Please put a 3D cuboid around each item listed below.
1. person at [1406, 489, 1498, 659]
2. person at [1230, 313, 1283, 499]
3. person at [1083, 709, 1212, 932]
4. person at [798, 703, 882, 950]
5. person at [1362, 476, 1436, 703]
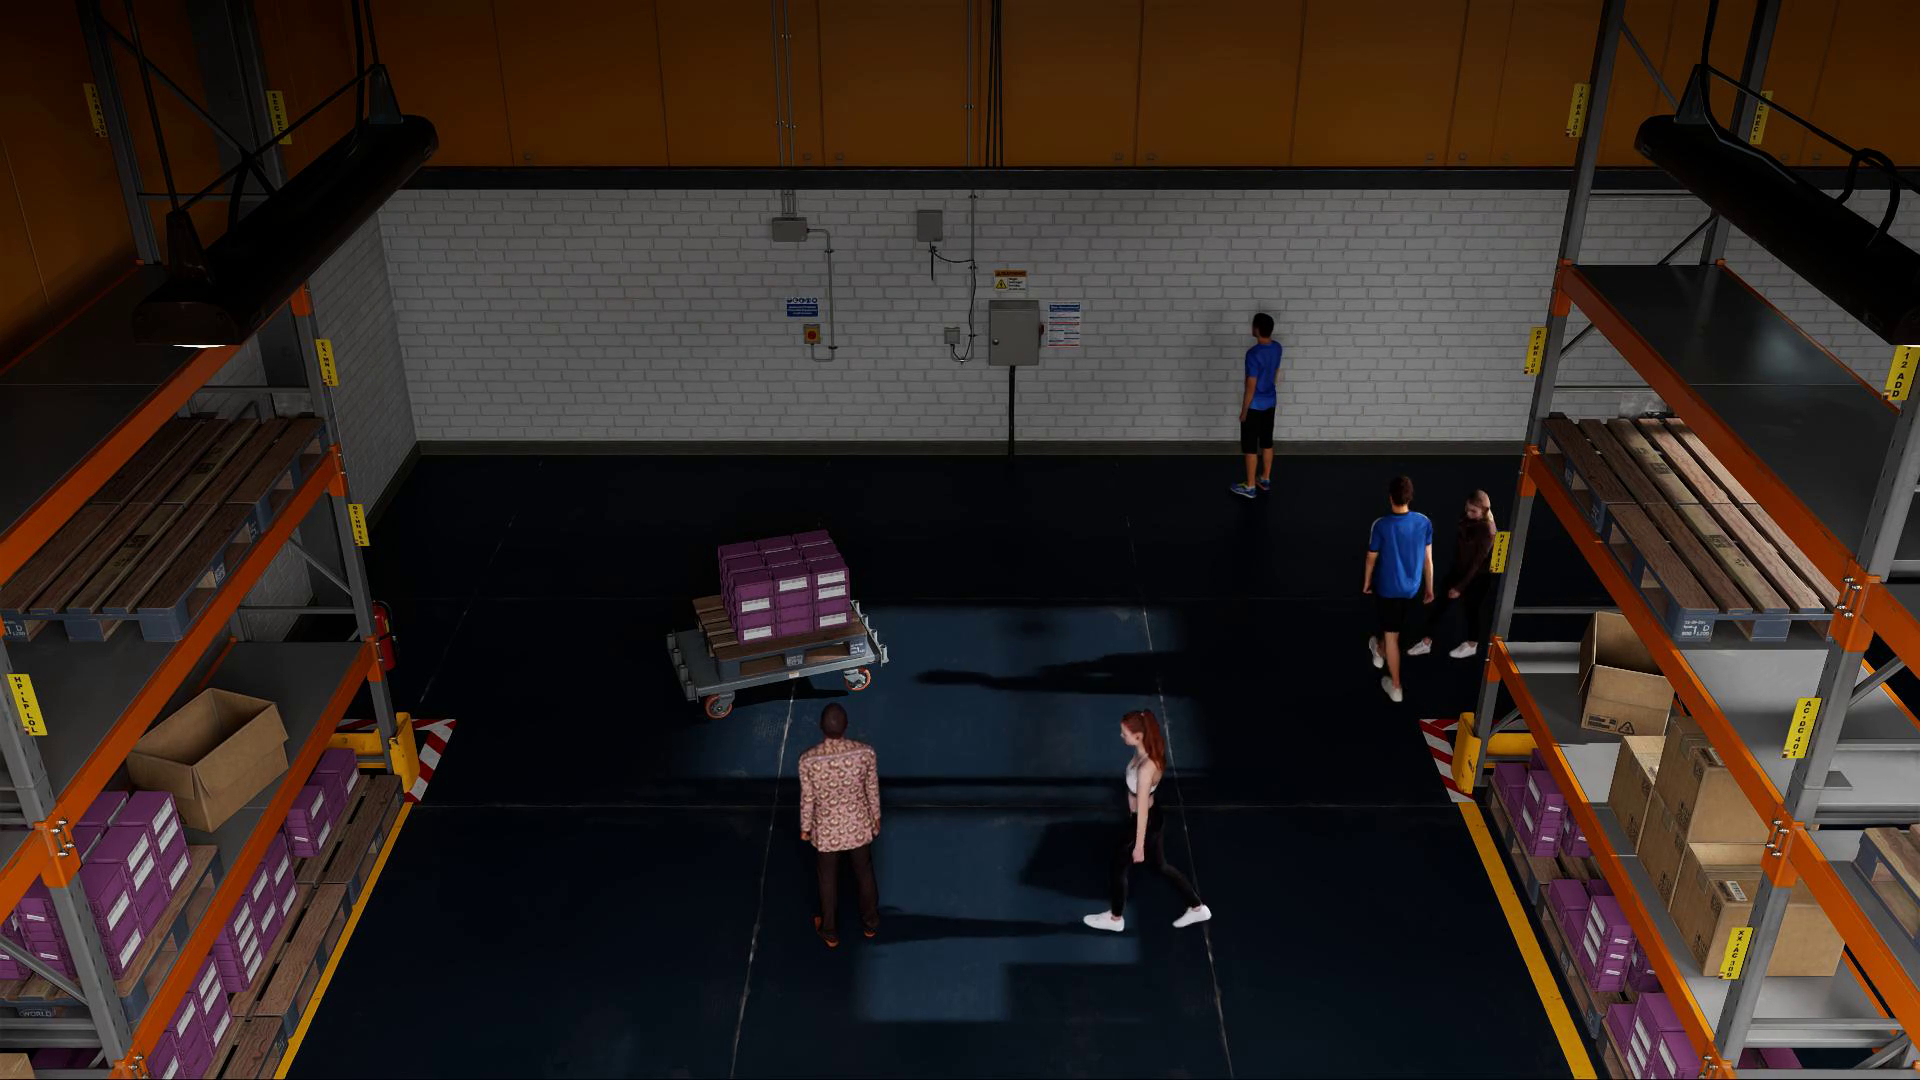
[{"bbox_3d":[4.230,0.304,13.554,0.899,1.659,0.905,-9,30,-15],"label":"person"},{"bbox_3d":[2.942,-1.322,16.320,0.702,1.866,0.747,-22,36,-35],"label":"person"},{"bbox_3d":[1.122,1.845,10.670,0.870,1.715,1.059,5,29,9],"label":"person"},{"bbox_3d":[-0.757,1.822,10.616,0.738,1.808,0.677,-7,29,-12],"label":"person"},{"bbox_3d":[3.492,0.430,13.157,0.821,1.818,1.107,-6,29,-10],"label":"person"}]
